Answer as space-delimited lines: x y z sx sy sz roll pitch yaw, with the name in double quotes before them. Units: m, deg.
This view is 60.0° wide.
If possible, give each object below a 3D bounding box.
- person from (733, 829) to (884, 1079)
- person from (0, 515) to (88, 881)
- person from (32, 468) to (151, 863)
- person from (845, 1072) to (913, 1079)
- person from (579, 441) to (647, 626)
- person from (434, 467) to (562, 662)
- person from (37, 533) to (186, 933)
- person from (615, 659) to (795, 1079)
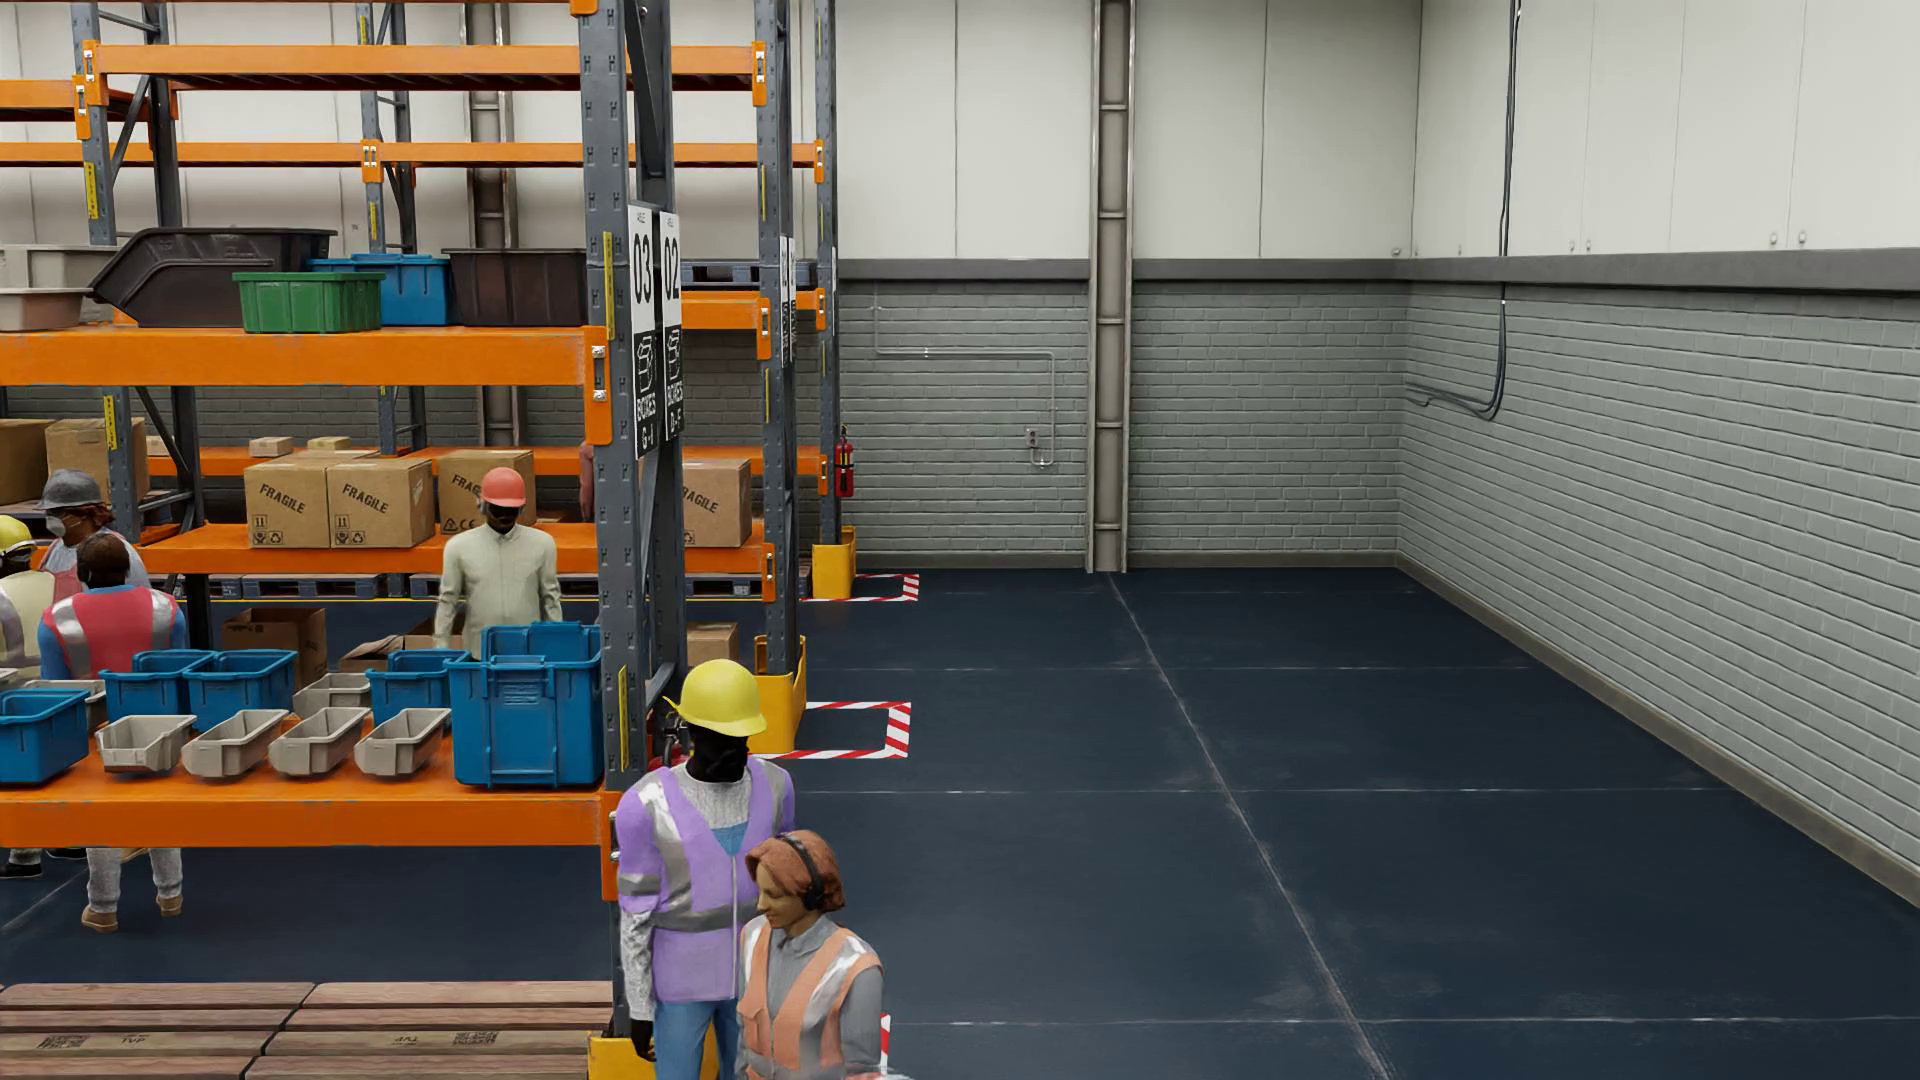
"person" -0.387 1.532 4.293 0.524 1.632 0.317 8 12 42
"person" -4.664 0.781 8.310 0.404 1.824 0.595 4 10 21
"person" -4.472 0.643 8.481 0.689 2.000 0.537 6 11 31
"person" -0.183 1.689 2.503 0.698 1.895 0.429 -7 12 -38
"person" -2.904 -0.235 14.035 0.611 1.985 0.394 -4 10 -23
"person" -2.486 0.587 8.997 0.678 1.985 0.409 -4 10 -23
"person" -3.879 0.876 7.668 0.633 1.841 0.429 -8 12 -40
"person" -0.717 1.285 4.937 0.591 1.918 0.395 -7 11 -36
